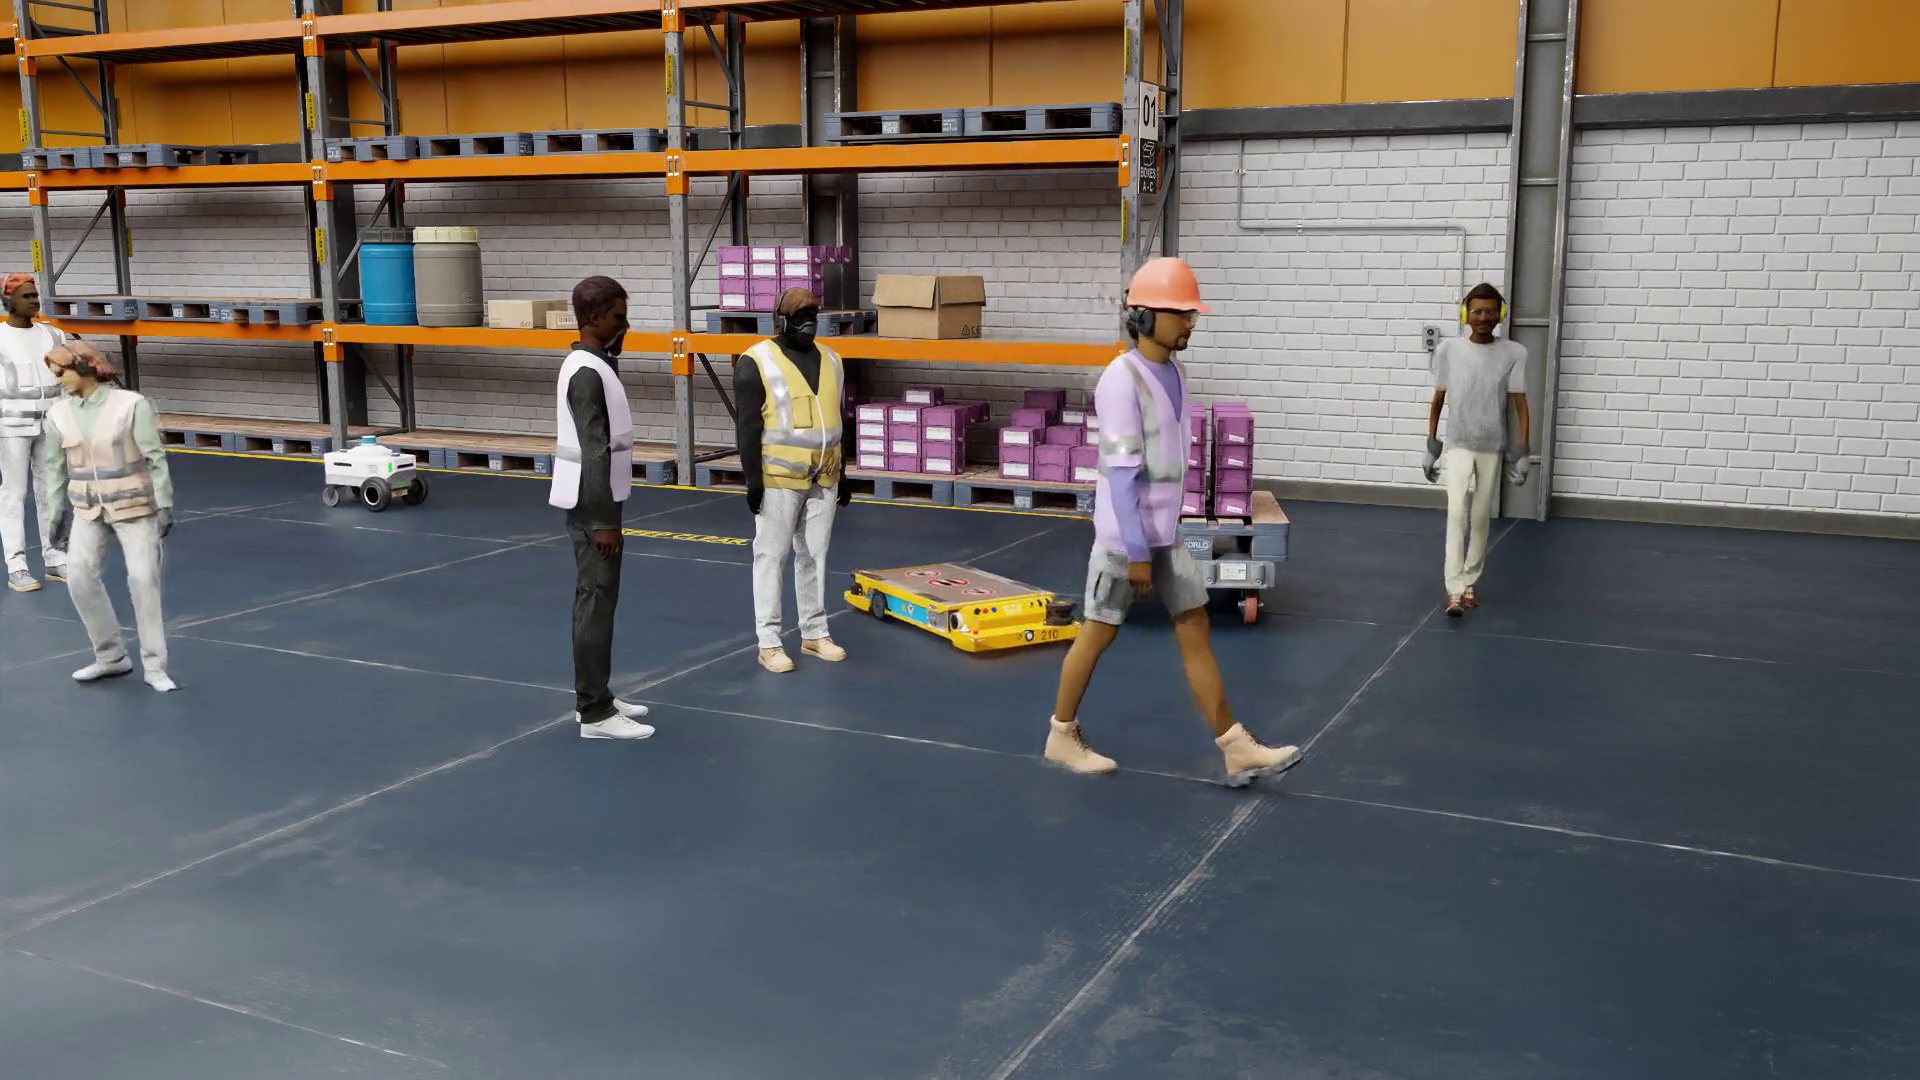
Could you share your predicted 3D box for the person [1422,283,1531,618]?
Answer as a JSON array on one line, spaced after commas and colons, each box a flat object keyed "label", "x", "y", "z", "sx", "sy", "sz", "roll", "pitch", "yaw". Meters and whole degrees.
[{"label": "person", "x": 2.841, "y": -0.474, "z": 9.119, "sx": 0.558, "sy": 1.829, "sz": 0.915, "roll": 2, "pitch": 10, "yaw": 13}]

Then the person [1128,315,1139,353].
[{"label": "person", "x": 1.213, "y": -0.742, "z": 11.043, "sx": 0.317, "sy": 1.696, "sz": 0.539, "roll": 5, "pitch": 11, "yaw": 25}]

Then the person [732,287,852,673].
[{"label": "person", "x": -0.783, "y": -0.296, "z": 8.076, "sx": 0.621, "sy": 1.845, "sz": 0.429, "roll": -9, "pitch": 13, "yaw": -41}]

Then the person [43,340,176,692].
[{"label": "person", "x": -3.878, "y": -0.101, "z": 7.604, "sx": 0.593, "sy": 1.618, "sz": 0.325, "roll": 0, "pitch": 10, "yaw": 2}]

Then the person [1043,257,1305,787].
[{"label": "person", "x": 0.755, "y": -0.038, "z": 6.184, "sx": 1.052, "sy": 1.984, "sz": 0.640, "roll": 6, "pitch": 12, "yaw": 32}]

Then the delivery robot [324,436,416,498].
[{"label": "delivery robot", "x": -4.638, "y": -0.577, "z": 13.072, "sx": 0.707, "sy": 0.478, "sz": 0.477, "roll": 3, "pitch": 10, "yaw": 23}]

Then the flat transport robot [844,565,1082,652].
[{"label": "flat transport robot", "x": -0.013, "y": 0.334, "z": 8.962, "sx": 0.652, "sy": 0.197, "sz": 1.431, "roll": -6, "pitch": 11, "yaw": -30}]

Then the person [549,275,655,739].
[{"label": "person", "x": -1.511, "y": -0.133, "z": 6.934, "sx": 0.392, "sy": 1.917, "sz": 0.593, "roll": -2, "pitch": 10, "yaw": -14}]

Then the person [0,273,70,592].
[{"label": "person", "x": -5.566, "y": -0.646, "z": 9.956, "sx": 0.355, "sy": 1.884, "sz": 0.575, "roll": 5, "pitch": 11, "yaw": 27}]
